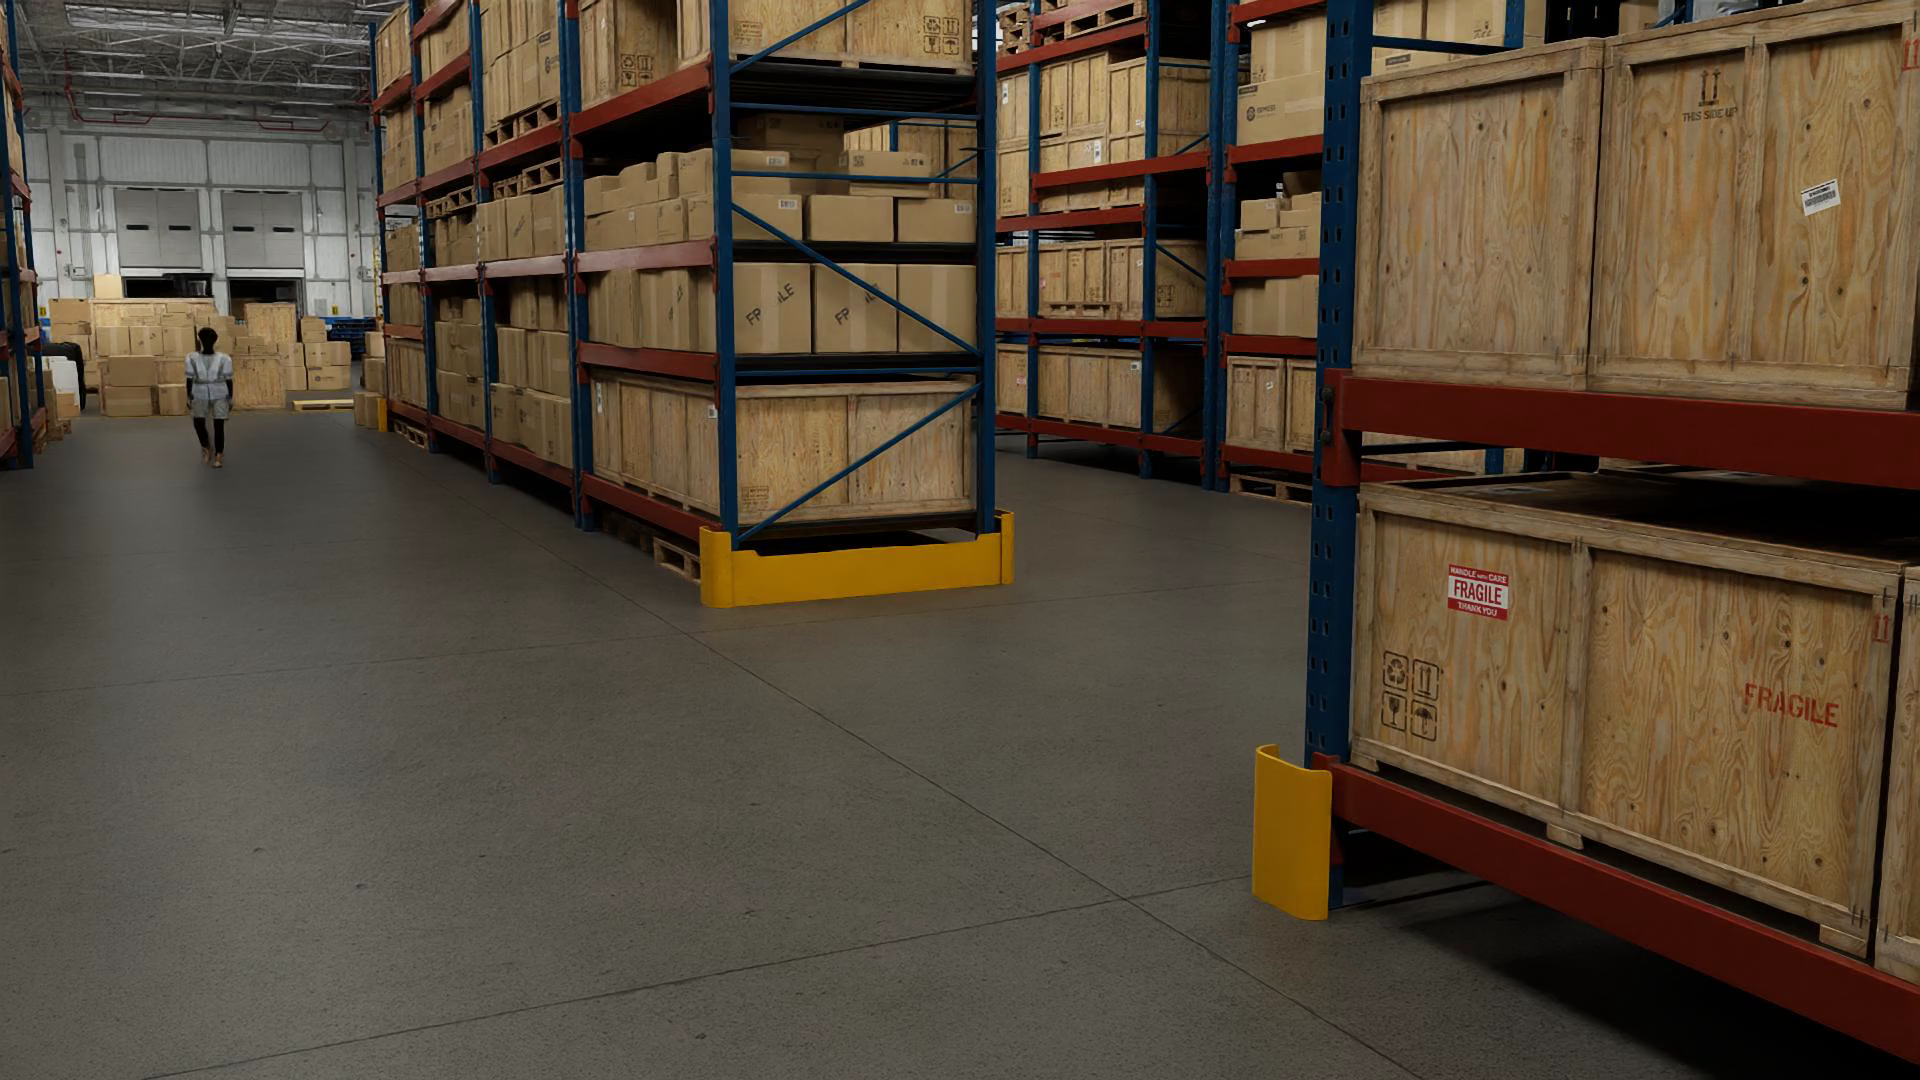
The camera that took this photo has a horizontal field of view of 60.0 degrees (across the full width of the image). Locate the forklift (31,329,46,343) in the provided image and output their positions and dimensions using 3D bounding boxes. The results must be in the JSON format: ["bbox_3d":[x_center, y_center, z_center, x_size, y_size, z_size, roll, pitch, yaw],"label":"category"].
[{"bbox_3d":[-28.971,-6.828,51.173,1.129,2.768,1.873,-7,11,-41],"label":"forklift"}]

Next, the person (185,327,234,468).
[{"bbox_3d":[-8.946,-1.697,19.852,0.551,1.685,0.366,-3,9,-18],"label":"person"}]

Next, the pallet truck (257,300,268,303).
[{"bbox_3d":[-23.913,-7.404,58.171,1.885,1.965,0.823,-1,8,-9],"label":"pallet truck"}]

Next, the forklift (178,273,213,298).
[{"bbox_3d":[-23.551,-6.867,51.438,1.873,2.768,1.129,6,10,37],"label":"forklift"}]
